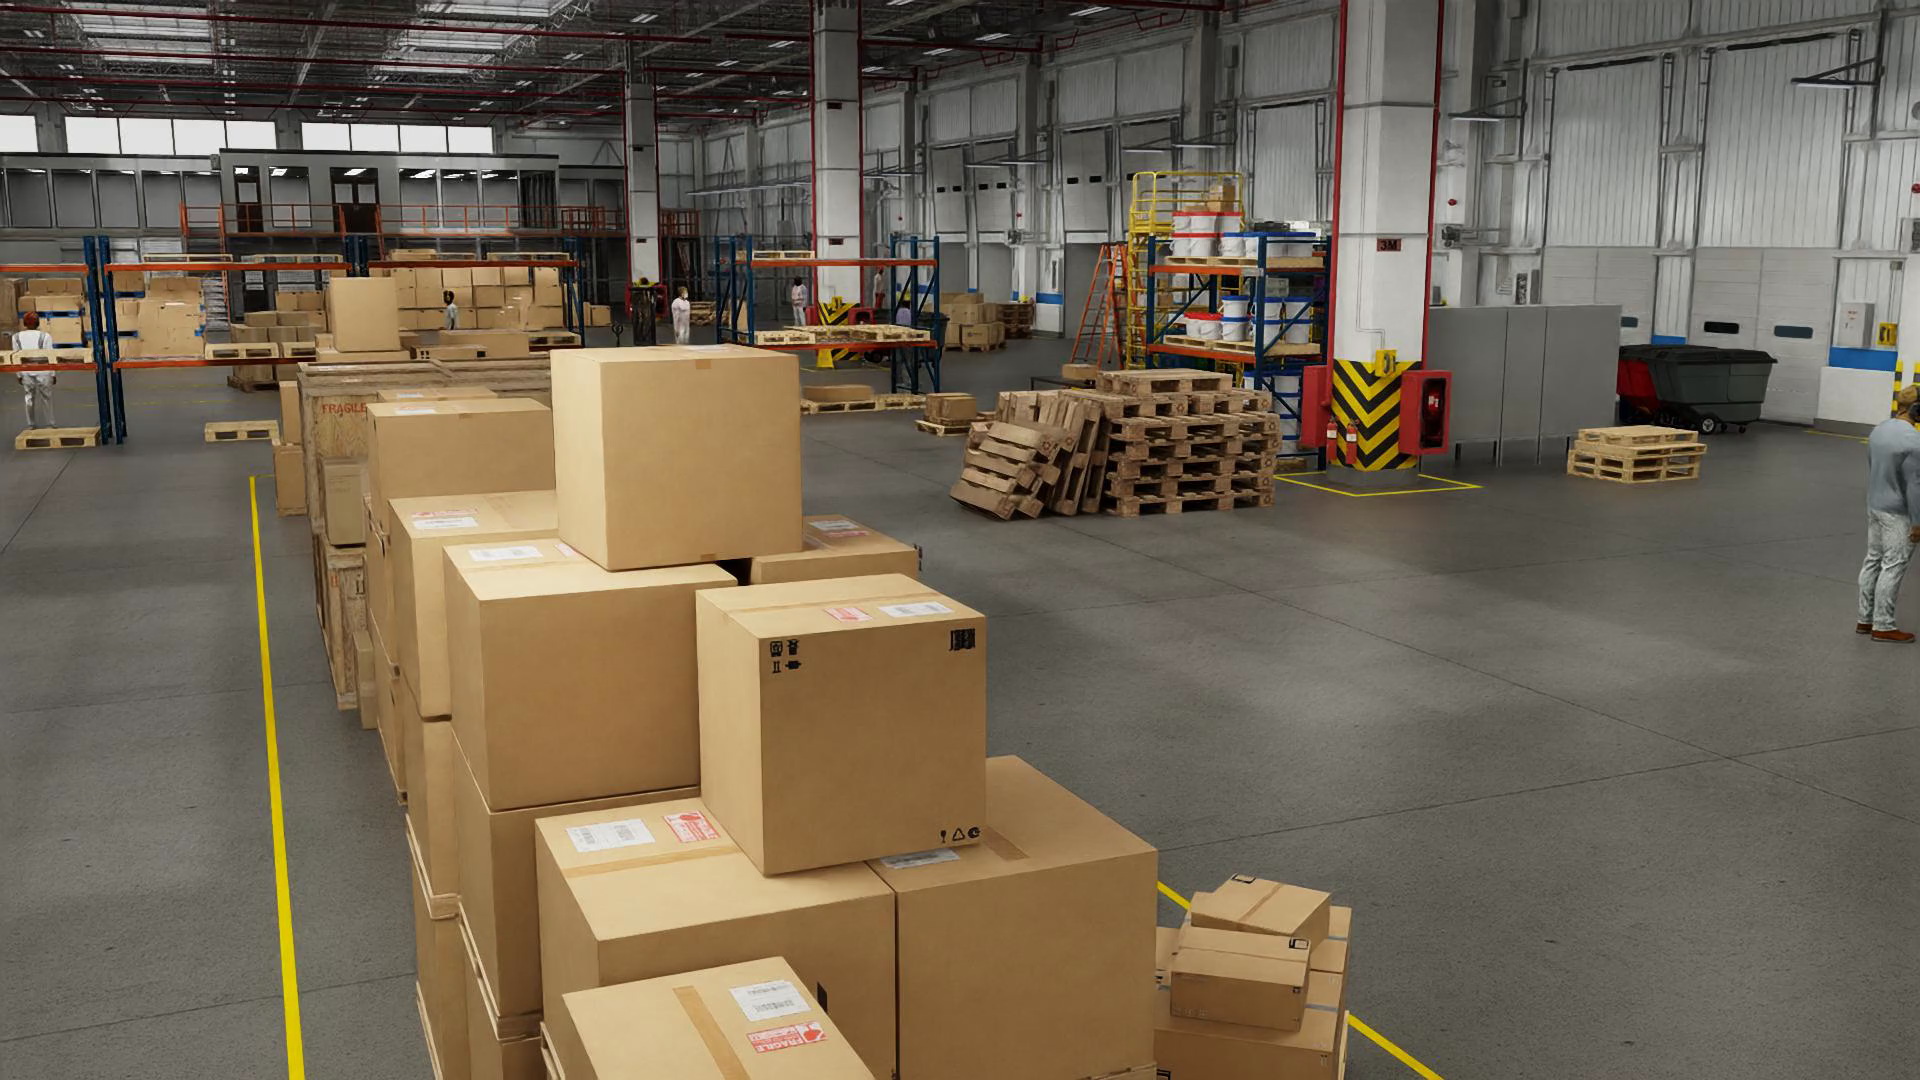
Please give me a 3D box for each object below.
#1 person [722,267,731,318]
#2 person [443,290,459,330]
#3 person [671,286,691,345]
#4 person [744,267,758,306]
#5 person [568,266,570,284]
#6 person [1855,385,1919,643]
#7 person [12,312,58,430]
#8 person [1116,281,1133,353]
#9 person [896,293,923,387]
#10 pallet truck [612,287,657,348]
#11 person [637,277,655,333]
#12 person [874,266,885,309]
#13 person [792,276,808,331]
[{"bbox_3d":[-8.719,-9.234,62.267,0.816,1.907,0.550,2,10,11],"label":"person"},{"bbox_3d":[-11.126,-4.522,36.396,0.333,1.872,0.515,-2,10,-10],"label":"person"},{"bbox_3d":[-6.218,-4.710,37.248,0.377,1.938,0.627,4,11,19],"label":"person"},{"bbox_3d":[-9.241,-11.294,73.533,0.602,1.938,0.402,3,11,18],"label":"person"},{"bbox_3d":[-16.821,-10.965,71.868,0.337,1.881,0.584,-7,13,-36],"label":"person"},{"bbox_3d":[6.965,-0.192,12.383,0.384,1.930,0.634,0,10,0],"label":"person"},{"bbox_3d":[-14.139,-2.542,25.447,0.575,1.882,0.360,-1,10,-8],"label":"person"},{"bbox_3d":[4.297,-5.832,43.484,0.622,1.909,0.458,-7,13,-35],"label":"person"},{"bbox_3d":[-1.051,-4.048,33.689,0.594,1.896,0.791,6,12,29],"label":"person"},{"bbox_3d":[-6.464,-4.406,35.401,0.823,1.965,1.885,6,12,32],"label":"pallet truck"},{"bbox_3d":[-9.654,-7.154,51.026,0.631,1.824,0.466,-3,11,-16],"label":"person"},{"bbox_3d":[-2.985,-9.264,62.181,0.391,1.995,0.613,6,12,28],"label":"person"},{"bbox_3d":[-4.956,-7.187,51.168,0.623,1.841,0.430,10,14,44],"label":"person"}]
